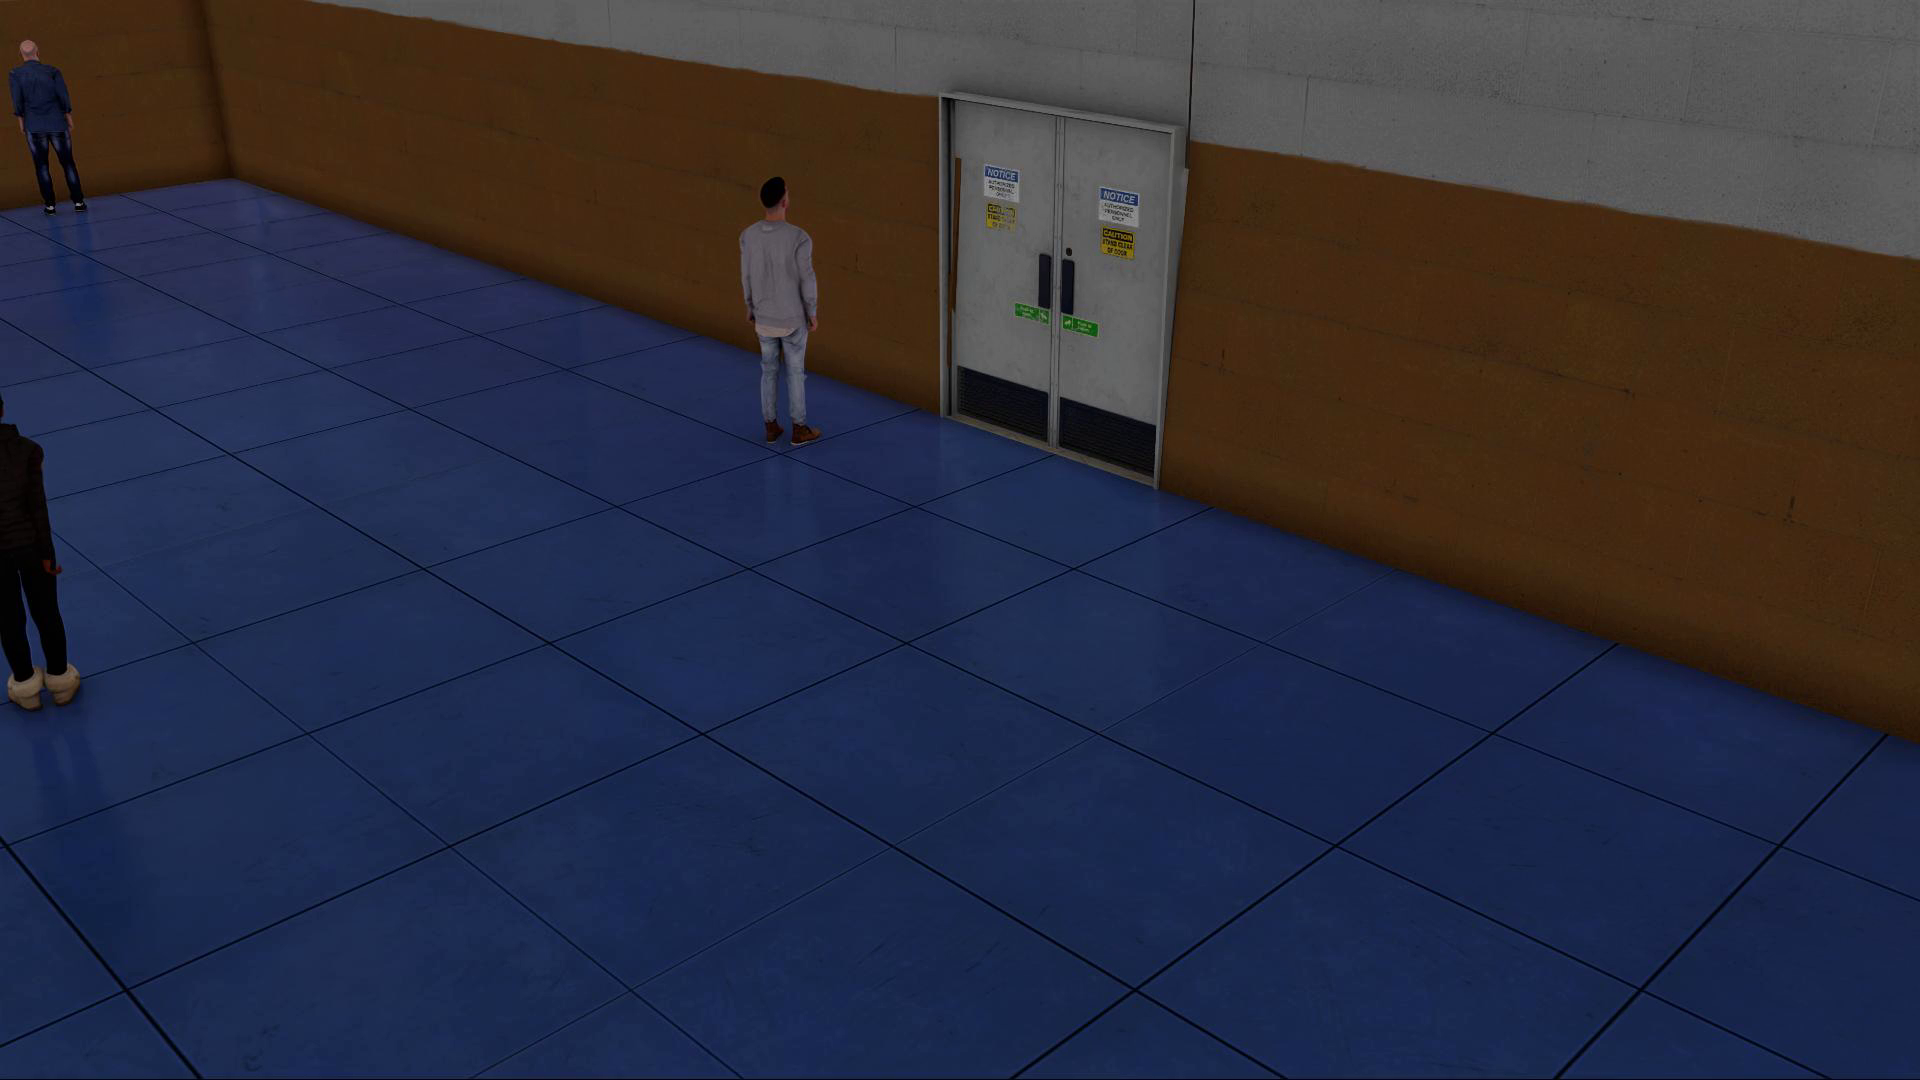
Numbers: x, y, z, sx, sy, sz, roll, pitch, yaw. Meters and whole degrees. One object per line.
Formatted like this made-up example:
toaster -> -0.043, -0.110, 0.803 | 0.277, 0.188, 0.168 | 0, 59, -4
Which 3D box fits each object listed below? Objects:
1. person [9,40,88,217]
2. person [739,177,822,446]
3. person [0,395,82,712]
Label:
person -> -9.815, -4.427, 17.868 | 0.617, 1.825, 0.838 | -13, 27, -27
person -> -1.211, -1.544, 11.260 | 0.768, 1.840, 0.741 | 7, 25, 17
person -> -4.461, 0.051, 7.841 | 0.671, 1.659, 0.605 | 9, 25, 19
